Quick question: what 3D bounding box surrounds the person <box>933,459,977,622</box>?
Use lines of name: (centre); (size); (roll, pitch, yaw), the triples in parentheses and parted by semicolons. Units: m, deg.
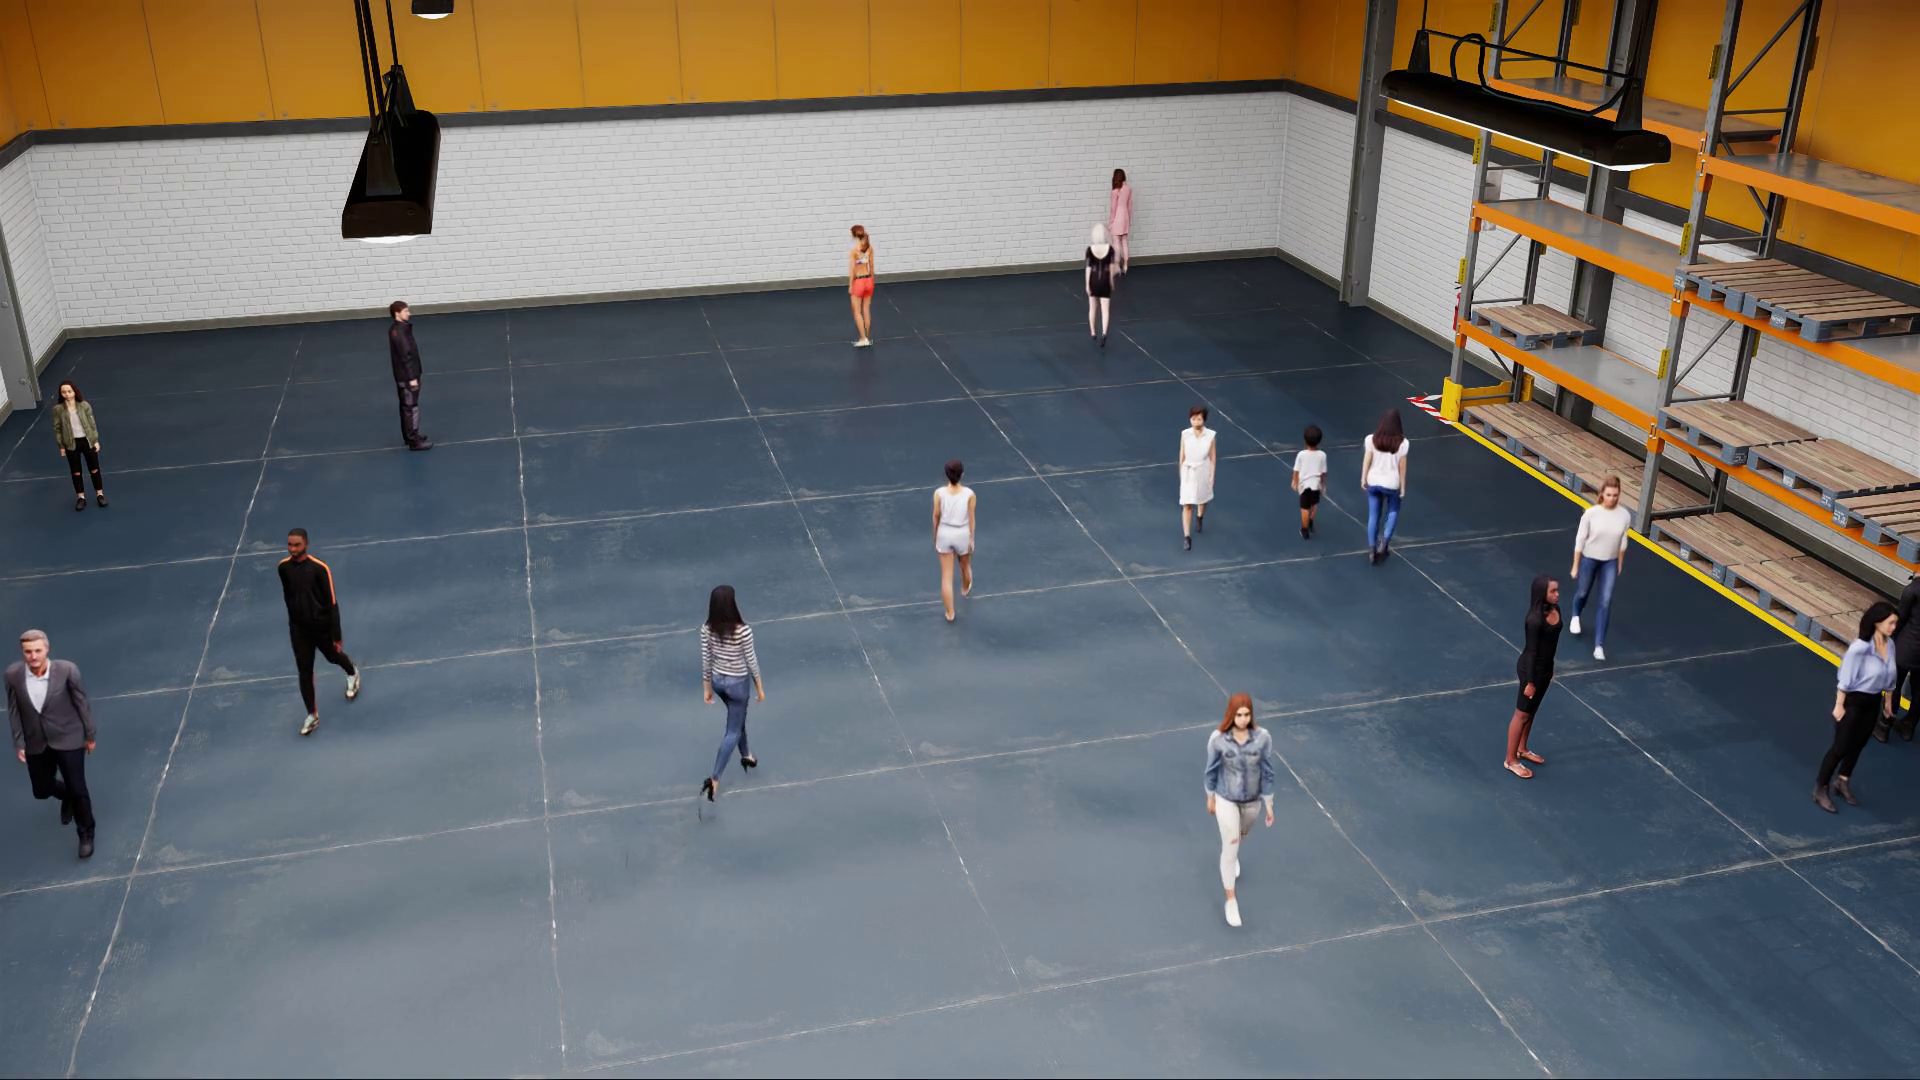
person: (-0.066, 0.027, 16.001); (0.811, 1.580, 1.076); (2, 24, 4)

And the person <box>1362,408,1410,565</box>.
person: (4.342, -0.509, 17.110); (0.731, 1.673, 0.775); (11, 26, 23)

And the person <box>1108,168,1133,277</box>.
person: (2.700, -5.354, 28.036); (0.688, 1.801, 0.650); (-16, 29, -33)

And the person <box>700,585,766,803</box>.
person: (-1.823, 1.235, 13.014); (1.041, 1.758, 1.201); (9, 25, 20)

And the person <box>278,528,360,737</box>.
person: (-5.482, 0.698, 14.233); (0.916, 1.767, 1.266); (1, 24, 2)

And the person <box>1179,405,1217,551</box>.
person: (2.548, -0.706, 17.761); (0.792, 1.513, 1.071); (3, 24, 8)

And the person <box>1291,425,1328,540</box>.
person: (3.767, -0.598, 17.847); (0.592, 1.247, 0.674); (0, 24, 0)

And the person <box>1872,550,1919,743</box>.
person: (7.952, 0.869, 13.833); (0.641, 1.773, 0.610); (-3, 24, -6)

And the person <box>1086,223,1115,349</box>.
person: (2.052, -3.663, 24.167); (0.805, 1.801, 1.165); (1, 24, 2)

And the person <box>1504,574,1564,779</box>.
person: (4.648, 1.071, 13.436); (0.705, 1.721, 0.685); (18, 29, 35)

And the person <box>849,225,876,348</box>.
person: (-1.430, -3.706, 24.282); (0.763, 1.787, 0.819); (-14, 27, -28)

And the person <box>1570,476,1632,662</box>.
person: (5.910, 0.209, 15.470); (0.964, 1.671, 1.230); (4, 24, 10)

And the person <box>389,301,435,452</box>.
person: (-6.790, -2.023, 20.366); (0.819, 1.840, 0.573); (-11, 26, -23)

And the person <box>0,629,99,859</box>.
person: (-6.750, 1.465, 12.414); (0.715, 1.818, 0.855); (-6, 24, -14)

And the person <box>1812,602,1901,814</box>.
person: (6.987, 1.265, 12.967); (0.688, 1.741, 0.570); (-9, 25, -19)

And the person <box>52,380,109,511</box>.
person: (-9.885, -1.080, 18.663); (0.625, 1.476, 0.586); (-12, 26, -26)

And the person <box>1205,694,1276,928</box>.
person: (1.966, 1.805, 11.827); (0.779, 1.666, 1.168); (-1, 24, -3)
